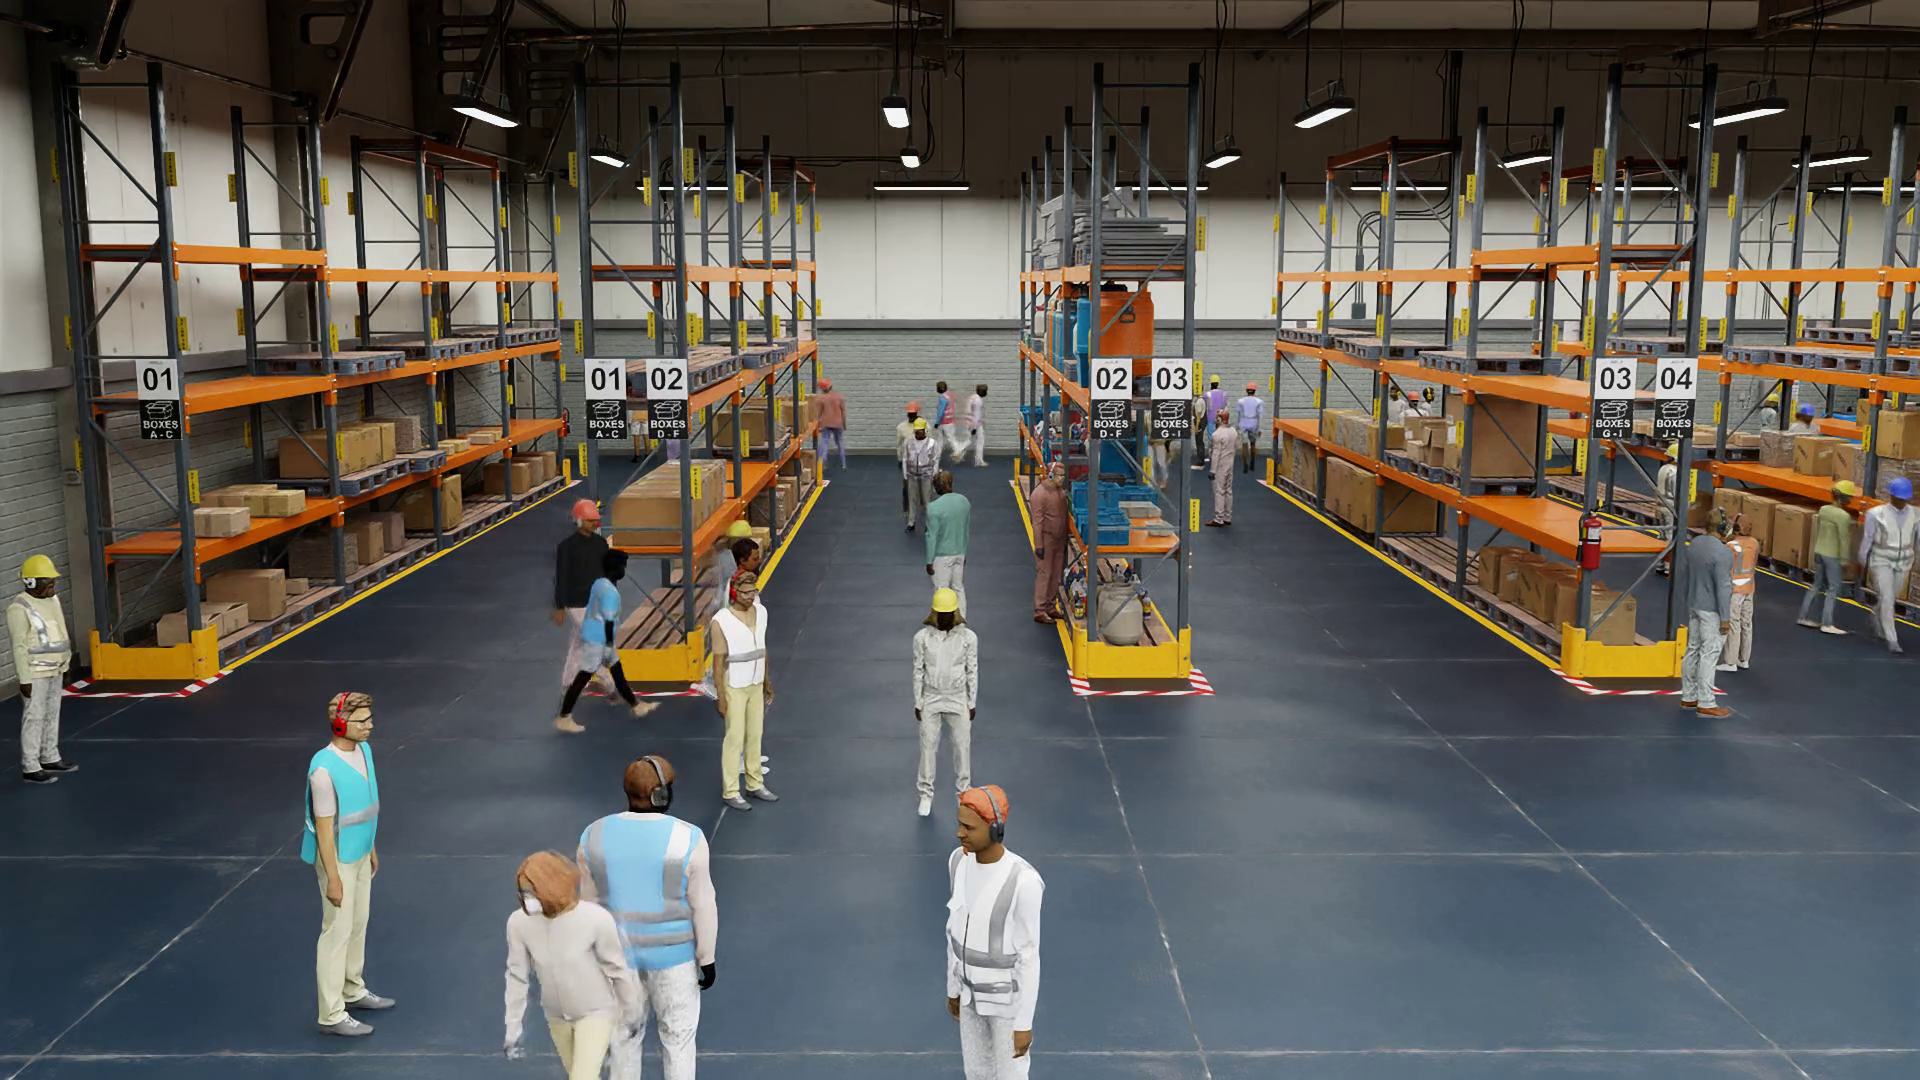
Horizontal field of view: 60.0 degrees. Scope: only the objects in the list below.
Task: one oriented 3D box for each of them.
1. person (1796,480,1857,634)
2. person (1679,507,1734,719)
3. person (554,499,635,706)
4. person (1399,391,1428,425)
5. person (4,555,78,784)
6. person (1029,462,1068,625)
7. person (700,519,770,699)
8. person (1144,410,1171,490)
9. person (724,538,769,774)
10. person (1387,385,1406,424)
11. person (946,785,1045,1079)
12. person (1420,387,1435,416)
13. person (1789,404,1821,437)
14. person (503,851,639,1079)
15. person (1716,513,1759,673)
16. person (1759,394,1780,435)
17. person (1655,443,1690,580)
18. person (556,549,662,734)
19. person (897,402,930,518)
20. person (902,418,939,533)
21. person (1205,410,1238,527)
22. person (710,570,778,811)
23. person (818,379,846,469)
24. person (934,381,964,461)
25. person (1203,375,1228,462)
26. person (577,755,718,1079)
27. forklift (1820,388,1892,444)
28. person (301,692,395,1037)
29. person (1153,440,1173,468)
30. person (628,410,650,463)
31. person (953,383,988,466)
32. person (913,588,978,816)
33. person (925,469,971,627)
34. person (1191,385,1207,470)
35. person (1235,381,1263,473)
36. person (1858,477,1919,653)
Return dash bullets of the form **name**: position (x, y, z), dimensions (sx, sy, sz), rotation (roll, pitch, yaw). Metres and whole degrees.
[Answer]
- **person**: position (9.865, 0.189, 18.874), dimensions (0.465, 1.746, 0.606), rotation (-1, 9, -5)
- **person**: position (6.870, 0.656, 15.252), dimensions (0.355, 1.936, 0.637), rotation (-1, 9, -5)
- **person**: position (-3.475, 0.582, 15.711), dimensions (1.002, 1.937, 0.644), rotation (5, 10, 29)
- **person**: position (8.500, -1.828, 31.281), dimensions (0.547, 1.929, 0.385), rotation (0, 9, 0)
- **person**: position (-7.313, 1.022, 13.265), dimensions (0.403, 1.826, 0.594), rotation (0, 9, 0)
- **person**: position (1.075, 0.026, 19.465), dimensions (0.401, 1.893, 0.654), rotation (6, 11, 34)
- **person**: position (-2.185, 0.655, 16.005), dimensions (0.858, 1.710, 0.496), rotation (-8, 12, -43)
- **person**: position (3.771, -1.823, 31.751), dimensions (0.636, 1.827, 0.804), rotation (7, 11, 36)
- **person**: position (-1.760, 0.934, 13.528), dimensions (0.382, 1.918, 0.596), rotation (-1, 9, -6)
- **person**: position (8.981, -2.267, 34.333), dimensions (0.336, 1.859, 0.499), rotation (-7, 11, -36)
- **person**: position (0.132, 1.957, 7.097), dimensions (0.356, 1.879, 0.576), rotation (-7, 11, -37)
- **person**: position (9.358, -2.118, 33.303), dimensions (0.323, 1.876, 0.530), rotation (1, 9, 5)
- **person**: position (14.356, -1.345, 28.239), dimensions (0.648, 1.895, 0.983), rotation (-1, 9, -7)
- **person**: position (-1.685, 2.088, 7.163), dimensions (0.513, 1.574, 0.748), rotation (3, 9, 17)
- **person**: position (7.931, 0.536, 16.974), dimensions (0.514, 1.642, 0.310), rotation (-6, 11, -33)
- **person**: position (16.339, -2.091, 33.587), dimensions (0.325, 1.732, 0.489), rotation (-1, 9, -4)
- **person**: position (9.556, -0.387, 22.290), dimensions (0.404, 1.836, 0.590), rotation (0, 9, 1)
- **person**: position (-3.158, 0.888, 14.809), dimensions (1.007, 1.596, 0.544), rotation (-4, 10, -22)
- **person**: position (-0.770, -1.390, 28.375), dimensions (0.625, 1.960, 1.002), rotation (2, 9, 12)
- **person**: position (-0.634, -1.021, 26.376), dimensions (0.587, 1.833, 0.404), rotation (2, 9, 11)
- **person**: position (4.246, -1.168, 27.091), dimensions (0.408, 1.909, 0.642), rotation (7, 11, 38)
- **person**: position (-1.662, 1.125, 12.591), dimensions (0.393, 1.832, 0.574), rotation (6, 11, 33)
- **person**: position (-2.717, -2.464, 35.335), dimensions (0.668, 1.947, 0.591), rotation (-3, 9, -18)
- **person**: position (-0.288, -2.624, 36.831), dimensions (0.830, 1.797, 0.644), rotation (1, 9, 6)
- **person**: position (5.619, -2.679, 36.741), dimensions (0.585, 1.929, 0.375), rotation (-3, 9, -18)
- **person**: position (-1.411, 1.890, 7.632), dimensions (0.633, 1.839, 0.429), rotation (1, 9, 9)
- **forklift**: position (20.072, -3.110, 36.462), dimensions (1.873, 2.768, 1.129), rotation (0, 9, 0)
- **person**: position (-3.279, 1.705, 8.849), dimensions (0.392, 1.836, 0.561), rotation (0, 9, 1)
- **person**: position (4.356, -2.402, 35.636), dimensions (0.561, 1.712, 0.568), rotation (3, 9, 17)
- **person**: position (-7.048, -2.656, 36.545), dimensions (0.545, 1.942, 0.350), rotation (-6, 11, -34)
- **person**: position (0.253, -2.469, 35.794), dimensions (0.690, 1.810, 0.636), rotation (-2, 9, -14)
- **person**: position (-0.107, 1.206, 12.383), dimensions (0.485, 1.735, 0.332), rotation (0, 9, 1)
- **person**: position (-0.141, 0.184, 18.335), dimensions (0.379, 1.929, 0.637), rotation (8, 12, 42)
- **person**: position (5.067, -2.403, 35.257), dimensions (0.342, 1.839, 0.503), rotation (2, 9, 13)
- **person**: position (6.056, -2.372, 34.886), dimensions (0.557, 1.890, 0.958), rotation (1, 9, 5)
- **person**: position (10.136, 0.226, 18.137), dimensions (0.632, 1.906, 0.934), rotation (1, 9, 5)
